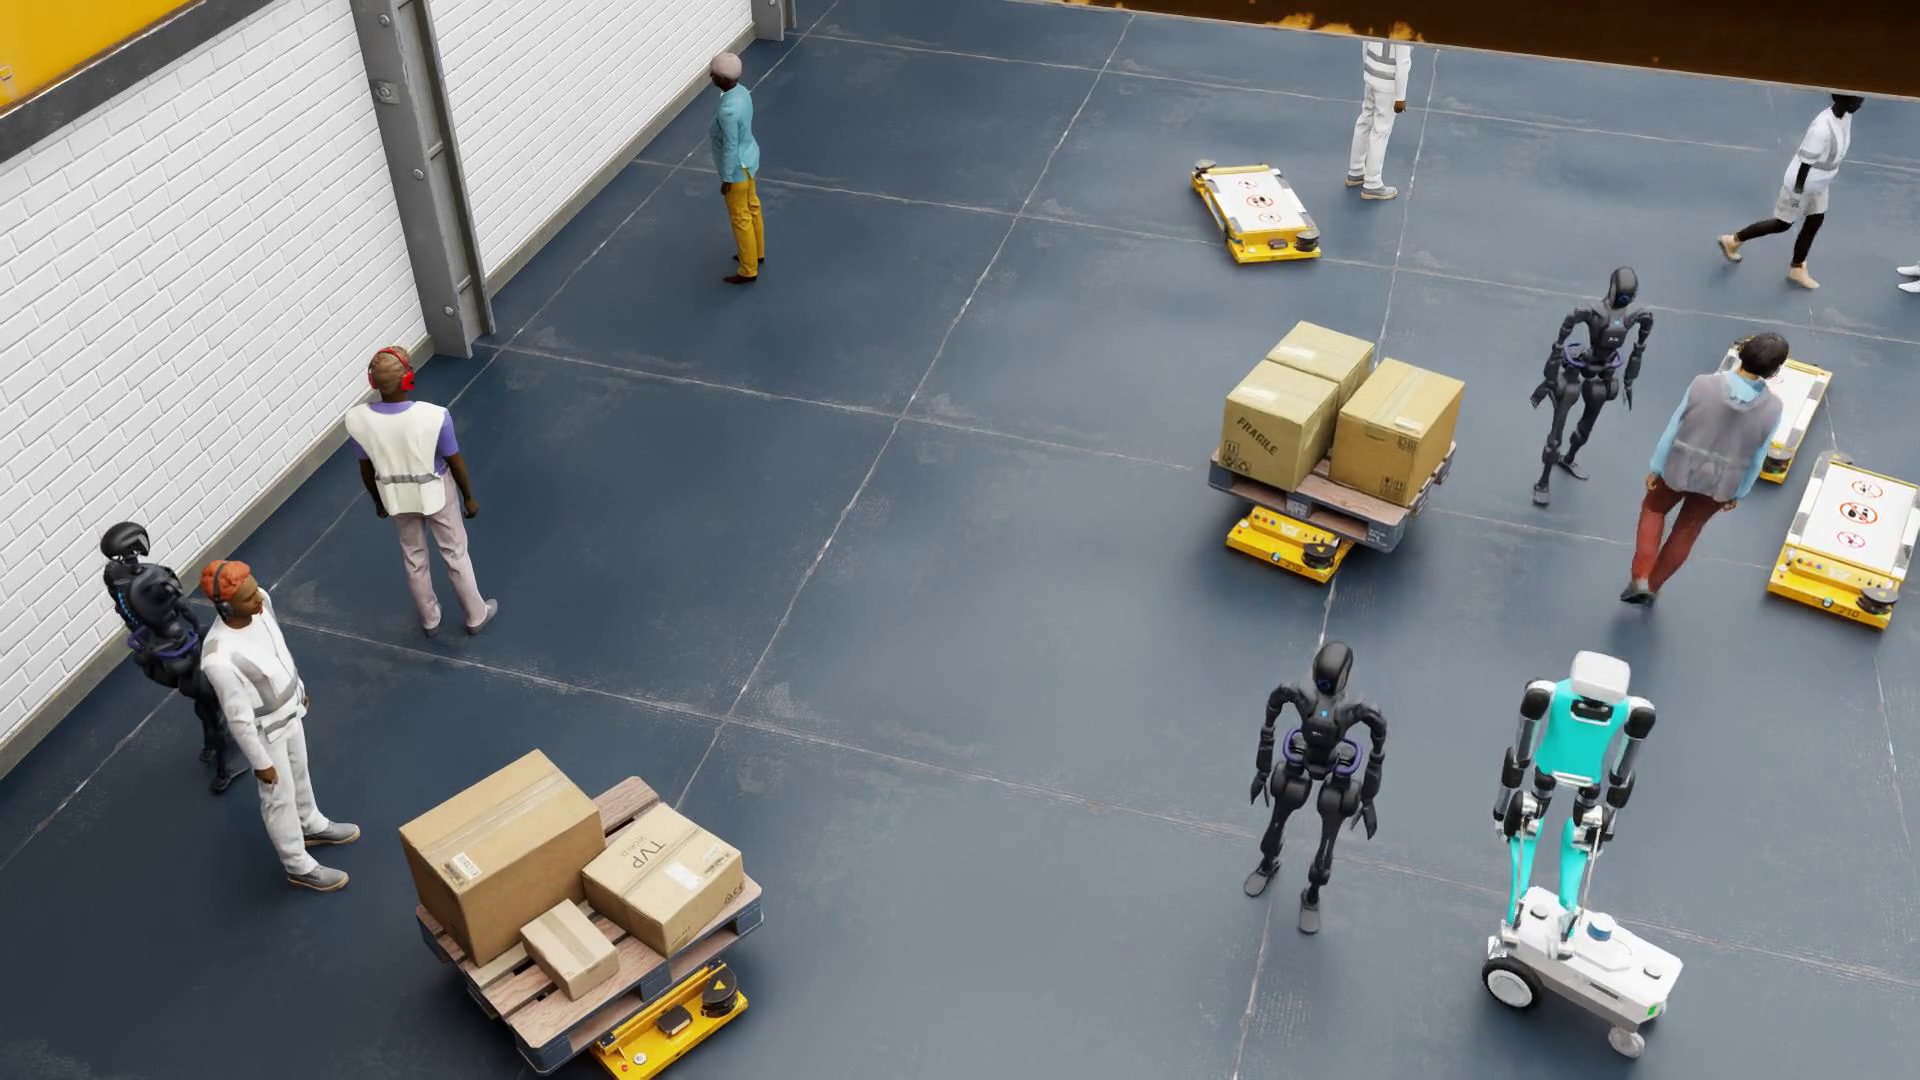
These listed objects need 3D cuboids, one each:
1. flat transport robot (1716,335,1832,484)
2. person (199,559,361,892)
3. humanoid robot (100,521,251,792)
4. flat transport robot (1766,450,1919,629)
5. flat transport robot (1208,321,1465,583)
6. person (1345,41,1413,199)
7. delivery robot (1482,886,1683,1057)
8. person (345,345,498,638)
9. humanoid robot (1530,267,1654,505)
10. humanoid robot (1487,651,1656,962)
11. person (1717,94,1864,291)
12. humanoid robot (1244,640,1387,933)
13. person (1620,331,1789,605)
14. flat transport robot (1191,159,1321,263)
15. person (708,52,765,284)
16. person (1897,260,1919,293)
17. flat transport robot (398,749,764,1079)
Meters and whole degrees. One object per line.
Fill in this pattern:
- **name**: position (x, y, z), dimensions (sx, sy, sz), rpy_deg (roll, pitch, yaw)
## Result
- **flat transport robot**: position (5.337, -0.891, 11.113), dimensions (0.659, 0.231, 1.431), rpy_deg (23, 44, 25)
- **person**: position (-3.163, 0.841, 7.672), dimensions (0.361, 1.882, 0.573), rpy_deg (-1, 39, -1)
- **humanoid robot**: position (-3.821, 0.559, 8.178), dimensions (0.601, 1.647, 0.382), rpy_deg (15, 41, 17)
- **flat transport robot**: position (5.386, -0.032, 10.044), dimensions (0.659, 0.231, 1.431), rpy_deg (22, 44, 25)
- **flat transport robot**: position (2.278, -0.285, 10.359), dimensions (0.659, 0.231, 1.431), rpy_deg (23, 44, 26)
- **person**: position (3.390, -3.647, 13.252), dimensions (0.344, 1.883, 0.584), rpy_deg (-11, 40, -13)
- **delivery robot**: position (2.774, 1.885, 7.442), dimensions (0.786, 0.608, 0.499), rpy_deg (26, 46, 29)
- **person**: position (-2.922, -0.213, 9.018), dimensions (0.562, 1.837, 0.390), rpy_deg (-1, 39, -1)
- **humanoid robot**: position (3.821, -0.991, 10.130), dimensions (0.613, 1.624, 0.549), rpy_deg (0, 39, 0)
- **humanoid robot**: position (2.563, 1.335, 7.166), dimensions (0.532, 1.776, 0.738), rpy_deg (9, 40, 11)
- **person**: position (6.149, -2.669, 12.207), dimensions (0.547, 1.670, 0.717), rpy_deg (-31, 48, -33)
- **humanoid robot**: position (1.616, 1.099, 7.509), dimensions (0.598, 1.647, 0.346), rpy_deg (14, 41, 16)
- **person**: position (4.080, -0.336, 9.154), dimensions (0.557, 1.856, 0.486), rpy_deg (16, 41, 19)
- **flat transport robot**: position (2.351, -2.648, 13.298), dimensions (0.659, 0.231, 1.431), rpy_deg (-5, 39, -7)
- **person**: position (-1.653, -2.731, 12.215), dimensions (0.338, 1.751, 0.534), rpy_deg (5, 39, 6)
- **person**: position (7.256, -2.578, 12.123), dimensions (0.314, 1.629, 0.509), rpy_deg (17, 42, 20)
- **flat transport robot**: position (-1.679, 1.866, 7.684), dimensions (0.659, 0.231, 1.431), rpy_deg (-31, 48, -32)
